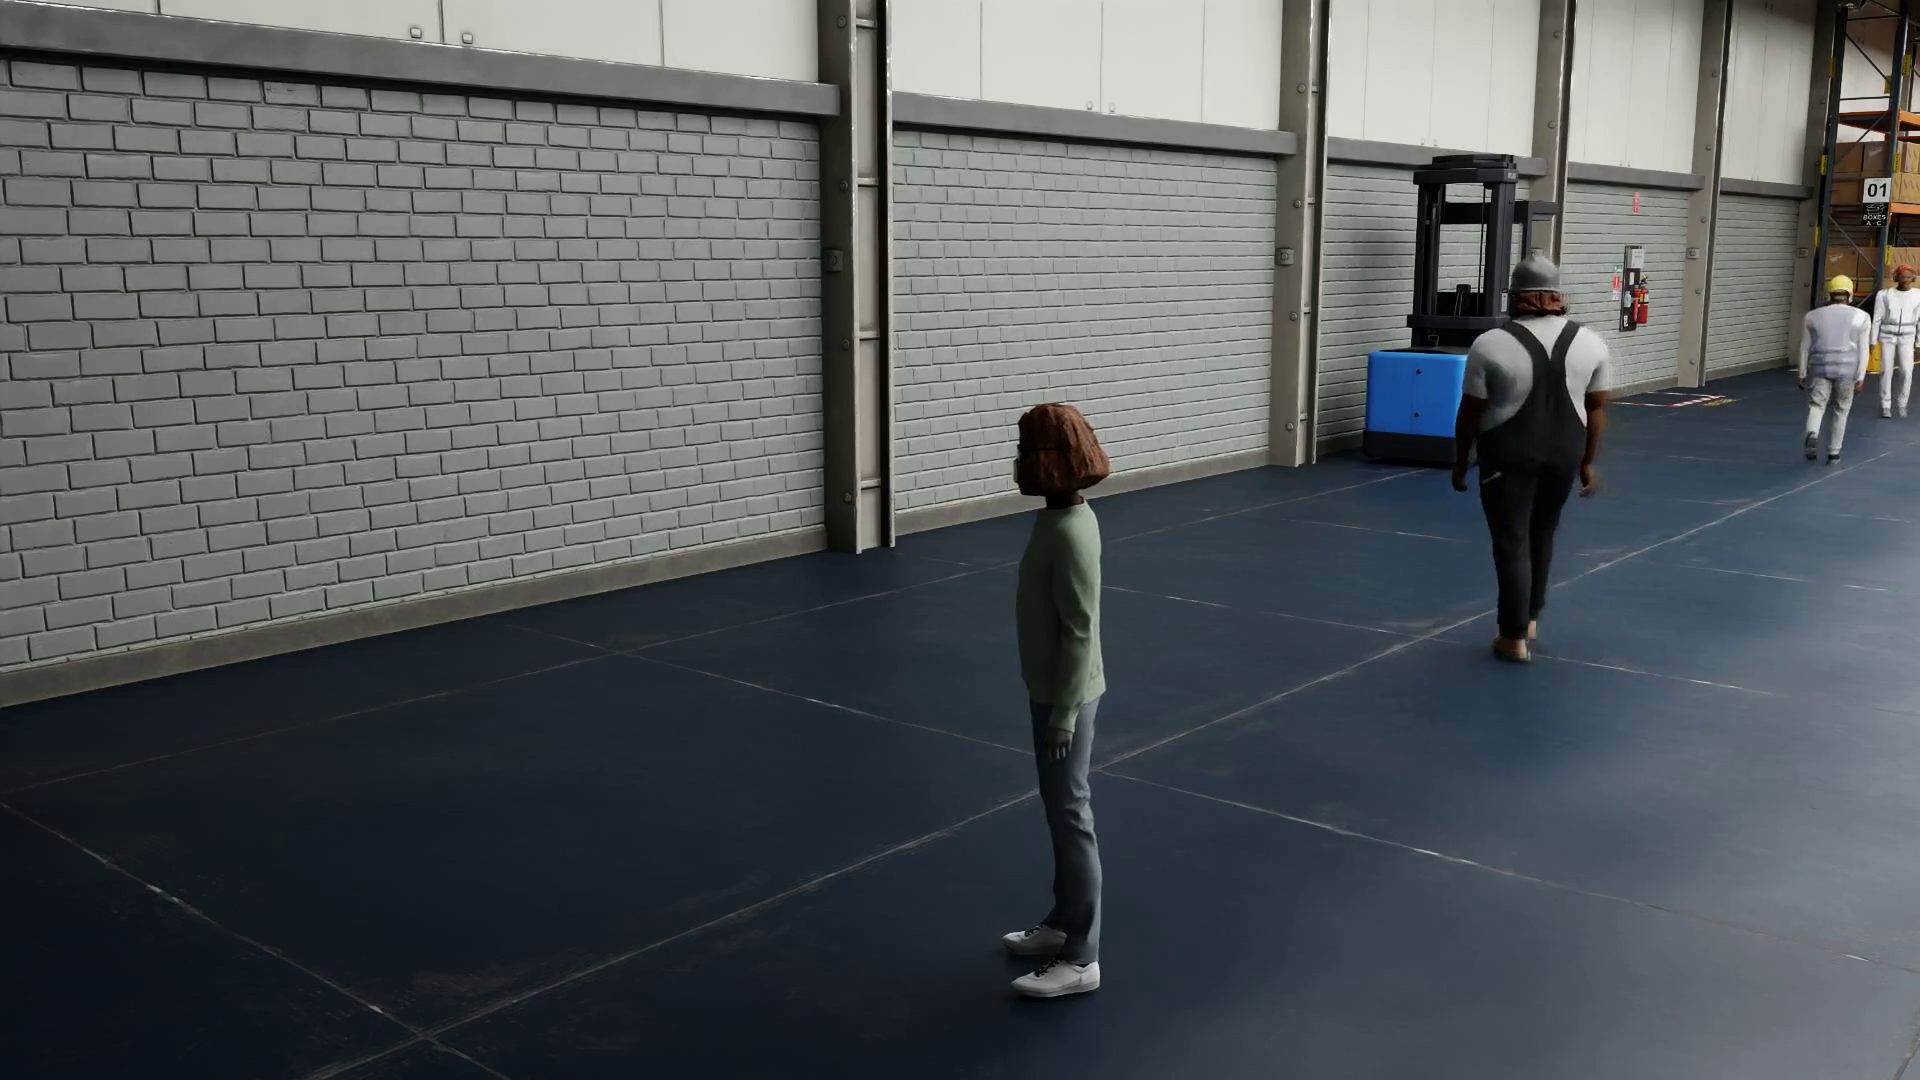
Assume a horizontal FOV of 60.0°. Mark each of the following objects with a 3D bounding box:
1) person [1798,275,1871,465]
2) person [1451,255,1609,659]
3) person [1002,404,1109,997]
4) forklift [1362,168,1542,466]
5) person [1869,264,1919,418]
[{"bbox_3d":[8.275,-1.606,15.779,0.601,1.810,0.680,6,12,30],"label":"person"},{"bbox_3d":[2.855,-0.433,8.545,0.702,2.000,0.811,-1,10,-3],"label":"person"},{"bbox_3d":[0.267,0.438,4.621,0.271,1.632,0.508,0,10,-2],"label":"person"},{"bbox_3d":[4.875,-2.212,16.287,1.129,2.768,1.873,8,13,40],"label":"forklift"},{"bbox_3d":[11.333,-2.396,20.115,0.584,1.863,0.597,5,11,24],"label":"person"}]
